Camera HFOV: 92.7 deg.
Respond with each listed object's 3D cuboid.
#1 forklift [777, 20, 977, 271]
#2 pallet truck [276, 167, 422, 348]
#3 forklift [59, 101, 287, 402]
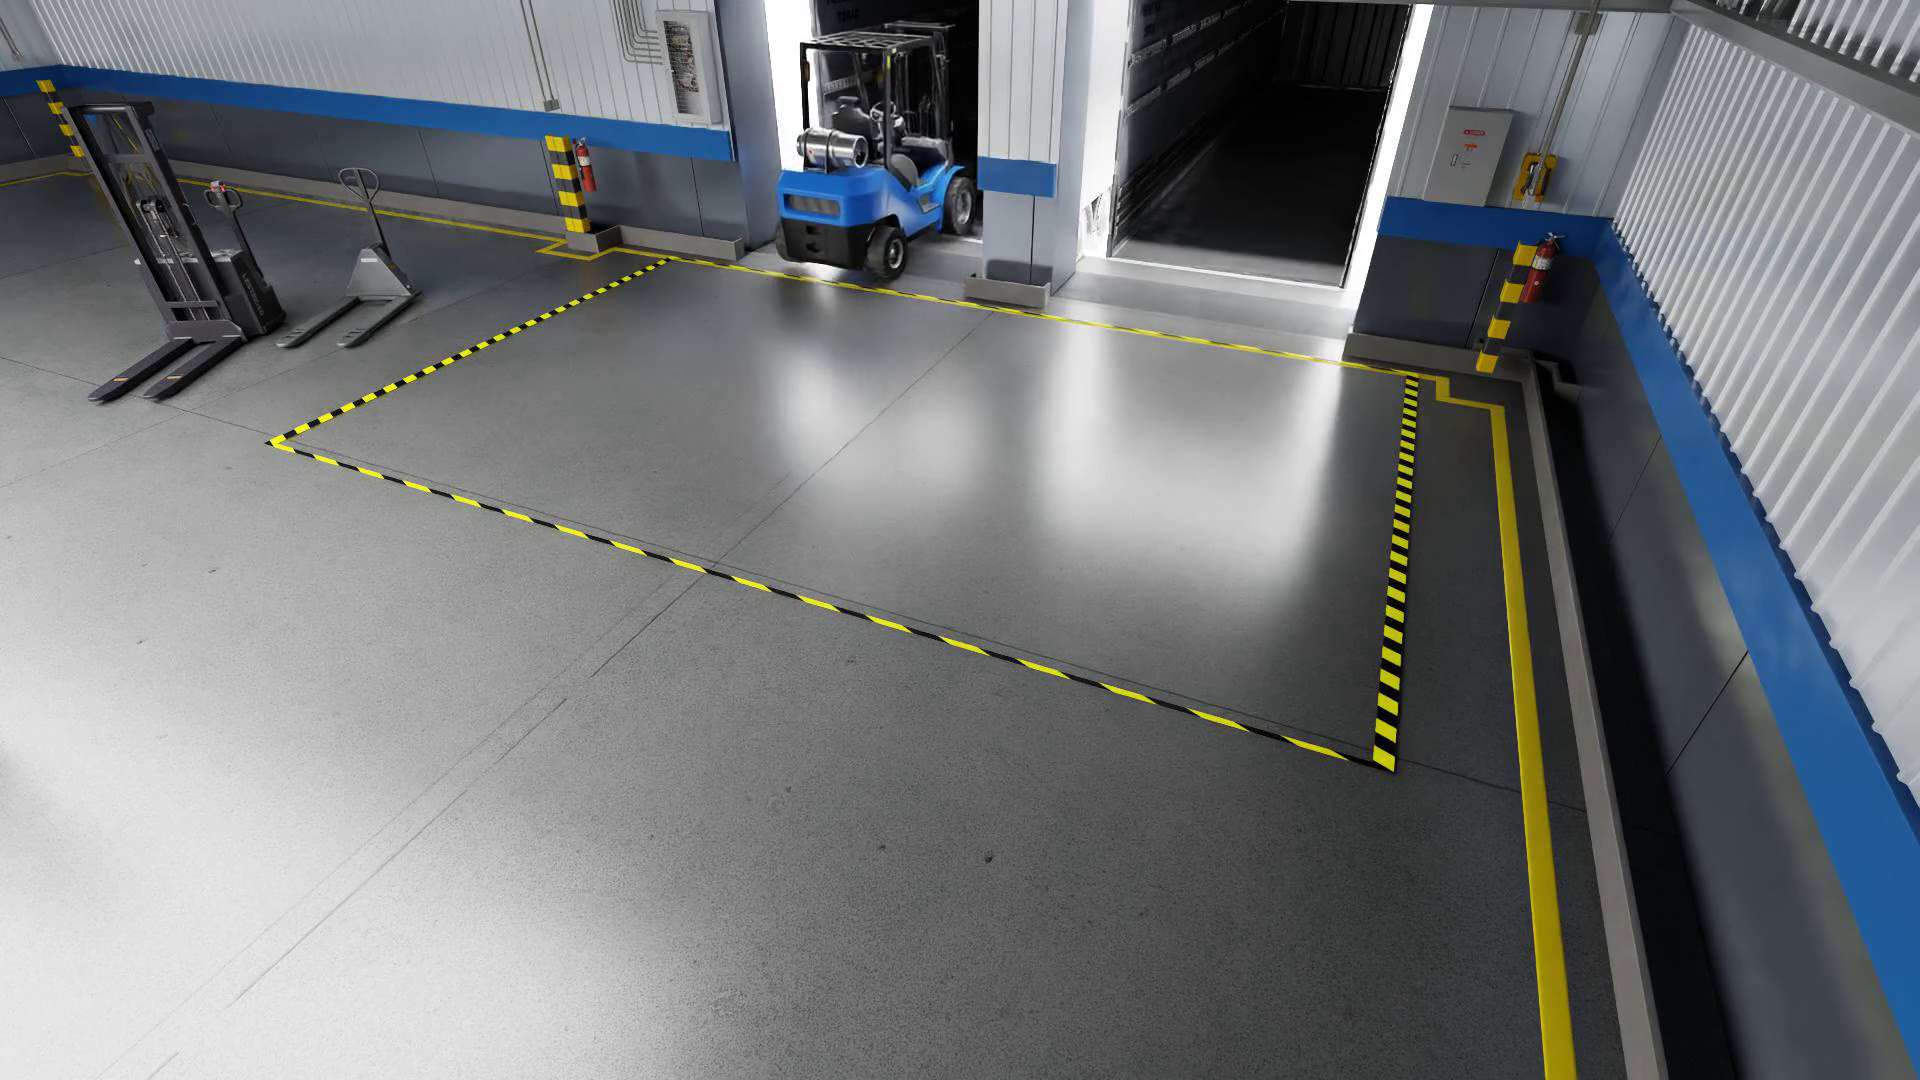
[{"bbox_3d":[-0.878,-4.307,9.842,1.157,2.036,2.680,16,38,21],"label":"forklift"},{"bbox_3d":[-5.732,-2.611,8.414,0.680,1.201,1.601,-1,35,-1],"label":"pallet truck"},{"bbox_3d":[-6.686,-2.387,7.434,0.823,1.965,1.885,-3,35,-5],"label":"forklift"}]
